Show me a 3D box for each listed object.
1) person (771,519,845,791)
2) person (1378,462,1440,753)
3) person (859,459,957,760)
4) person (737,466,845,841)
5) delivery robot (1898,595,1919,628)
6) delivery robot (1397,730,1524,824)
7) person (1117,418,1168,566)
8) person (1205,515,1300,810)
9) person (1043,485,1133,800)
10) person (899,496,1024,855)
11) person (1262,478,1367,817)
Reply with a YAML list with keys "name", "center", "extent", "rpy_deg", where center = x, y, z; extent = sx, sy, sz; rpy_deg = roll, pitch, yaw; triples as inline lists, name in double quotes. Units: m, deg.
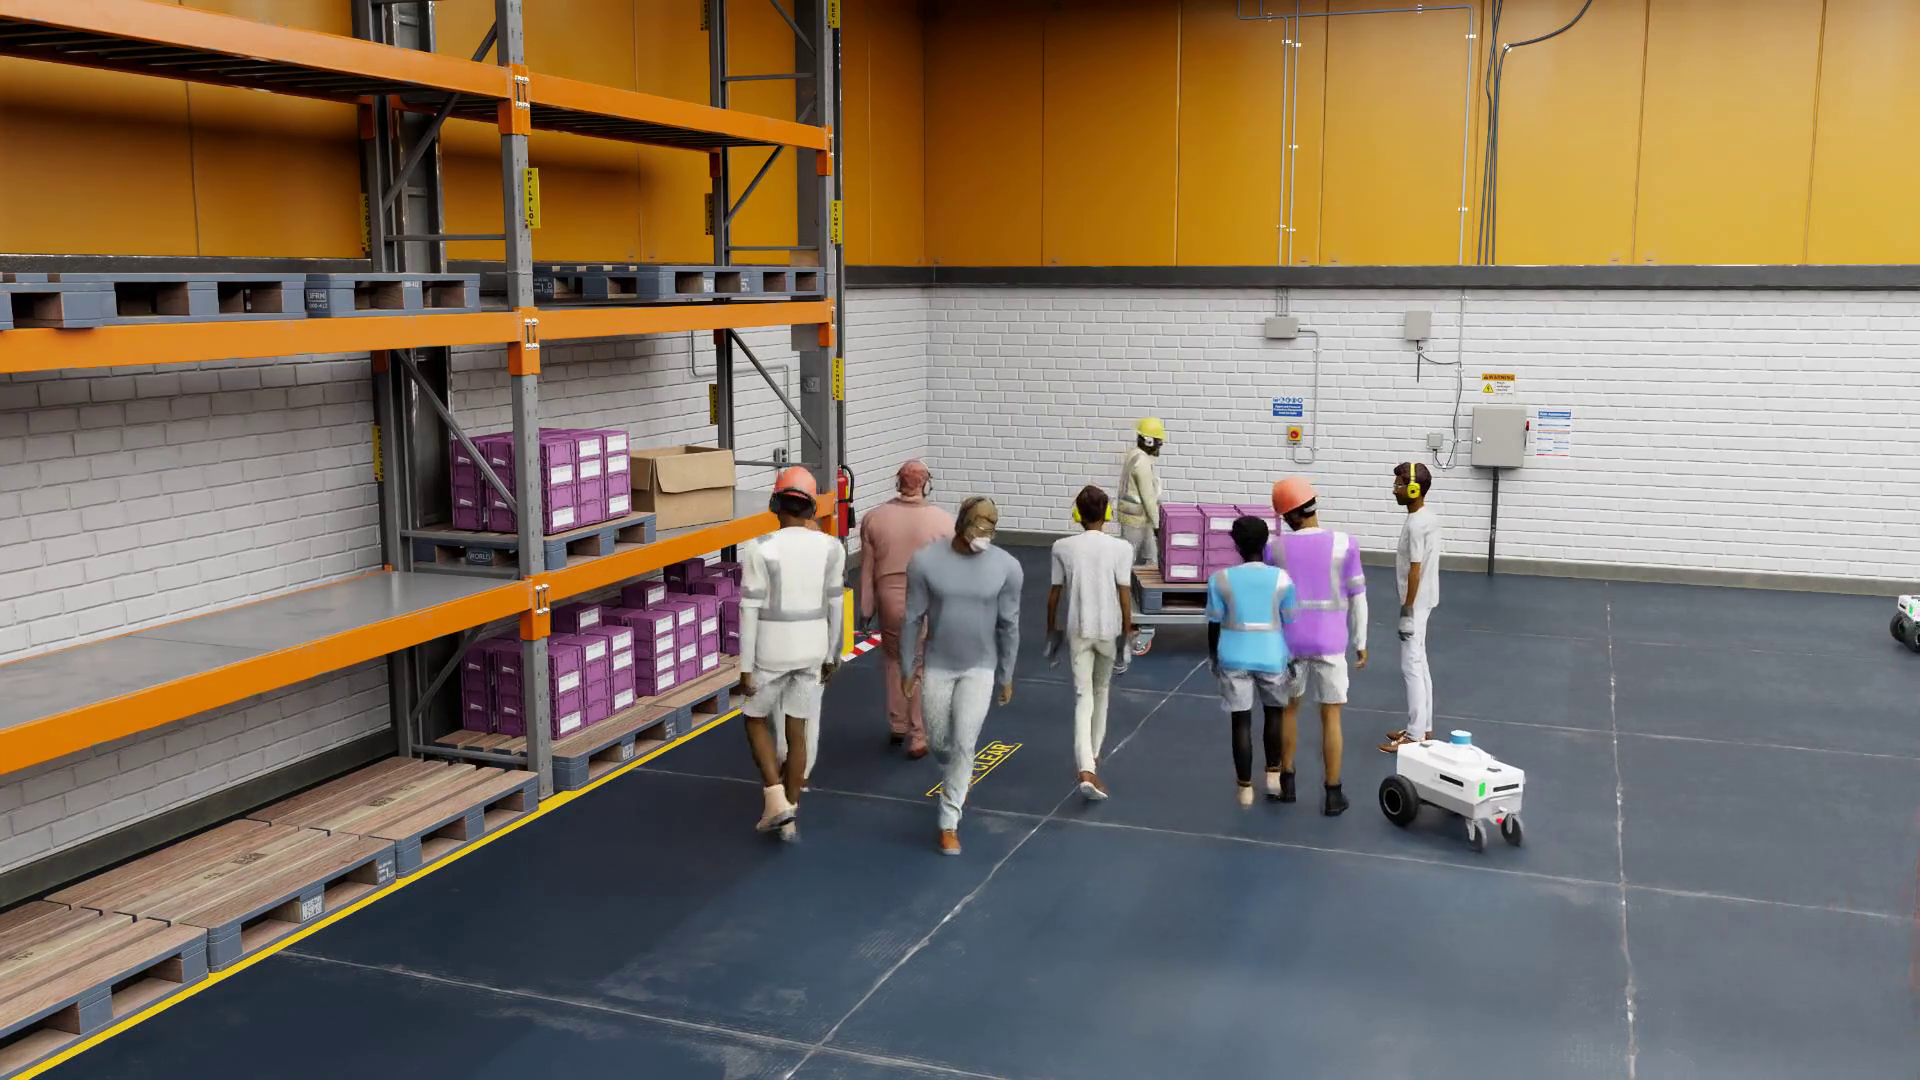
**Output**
- name: "person"
  center: [-0.924, 0.682, 9.750]
  extent: [0.516, 1.614, 0.369]
  rpy_deg: [-2, 9, -13]
- name: "person"
  center: [2.882, 0.428, 10.599]
  extent: [0.315, 1.860, 0.510]
  rpy_deg: [4, 10, 22]
- name: "person"
  center: [-0.278, 0.423, 10.543]
  extent: [0.670, 1.885, 0.588]
  rpy_deg: [2, 9, 12]
- name: "person"
  center: [-0.923, 0.610, 8.958]
  extent: [0.627, 2.018, 0.441]
  rpy_deg: [-5, 10, -30]
- name: "delivery robot"
  center: [7.989, 0.583, 13.411]
  extent: [0.707, 0.478, 0.477]
  rpy_deg: [2, 9, 14]
- name: "delivery robot"
  center: [2.711, 1.280, 9.034]
  extent: [0.477, 0.478, 0.707]
  rpy_deg: [-4, 10, -26]
- name: "person"
  center: [1.580, -0.204, 14.827]
  extent: [0.808, 1.783, 0.605]
  rpy_deg: [1, 9, 6]
- name: "person"
  center: [1.670, 0.690, 9.523]
  extent: [0.542, 1.671, 0.476]
  rpy_deg: [1, 9, 7]
- name: "person"
  center: [0.753, 0.590, 9.822]
  extent: [0.534, 1.800, 1.005]
  rpy_deg: [1, 9, 3]
- name: "person"
  center: [0.007, 0.675, 8.941]
  extent: [0.664, 1.889, 0.784]
  rpy_deg: [0, 9, 2]
- name: "person"
  center: [1.994, 0.597, 9.429]
  extent: [0.597, 1.889, 0.431]
  rpy_deg: [3, 10, 20]
